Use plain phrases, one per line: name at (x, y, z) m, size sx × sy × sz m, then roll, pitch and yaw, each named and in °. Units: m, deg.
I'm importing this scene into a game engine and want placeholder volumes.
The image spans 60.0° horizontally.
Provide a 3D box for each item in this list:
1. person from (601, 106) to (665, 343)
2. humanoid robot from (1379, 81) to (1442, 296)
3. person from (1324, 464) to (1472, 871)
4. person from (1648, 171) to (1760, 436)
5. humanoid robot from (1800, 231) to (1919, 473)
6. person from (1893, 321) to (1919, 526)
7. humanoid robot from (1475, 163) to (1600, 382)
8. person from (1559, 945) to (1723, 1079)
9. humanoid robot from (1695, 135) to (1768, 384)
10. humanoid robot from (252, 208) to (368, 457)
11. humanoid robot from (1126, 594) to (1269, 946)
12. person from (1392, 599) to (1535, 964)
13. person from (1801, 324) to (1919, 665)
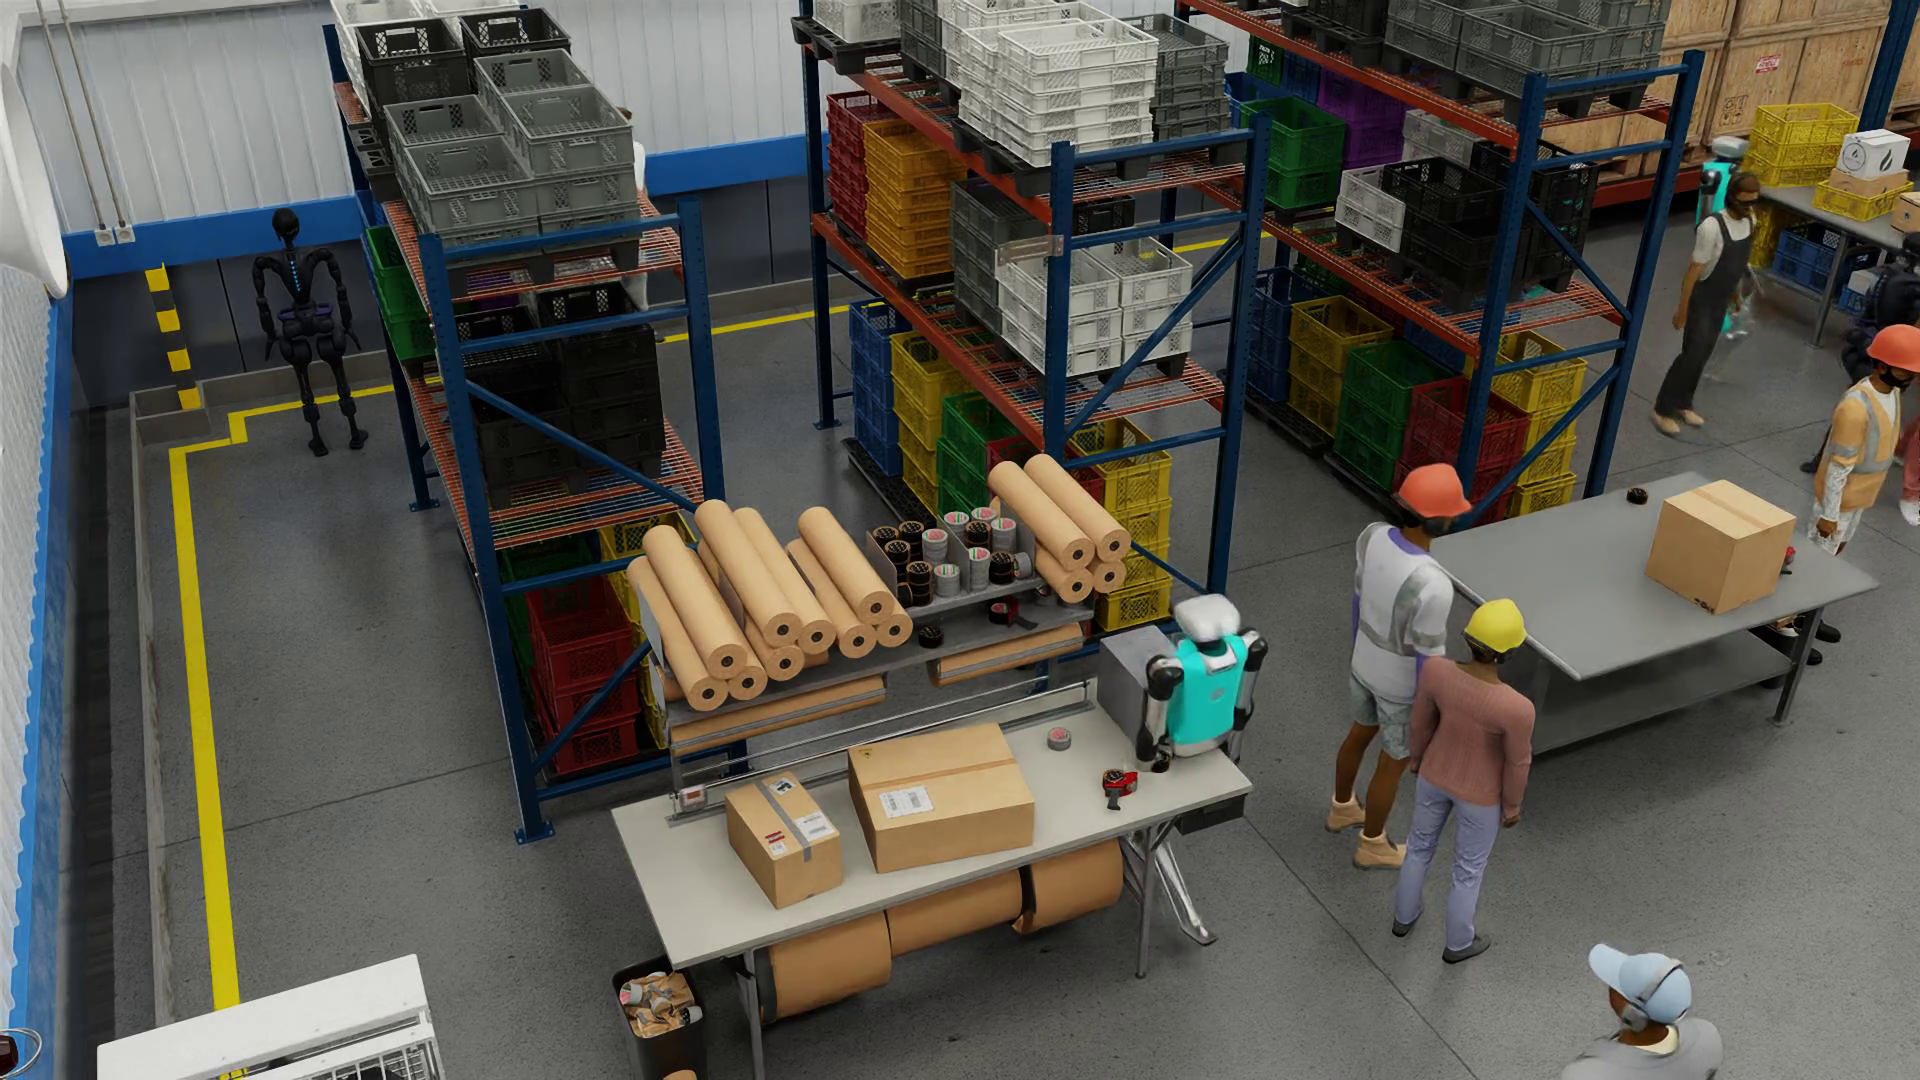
person at (-2.478, -2.270, 12.166) m, size 0.385 × 1.836 × 0.565 m, roll 21°, pitch 38°, yaw 31°
humanoid robot at (3.595, -2.682, 12.979) m, size 1.022 × 1.787 × 0.535 m, roll 21°, pitch 37°, yaw 30°
person at (1.938, 0.571, 7.360) m, size 0.403 × 2.035 × 0.616 m, roll -10°, pitch 33°, yaw -16°
person at (4.987, -1.579, 11.048) m, size 0.602 × 1.832 × 0.341 m, roll -19°, pitch 37°, yaw -28°
humanoid robot at (5.795, -1.187, 10.567) m, size 0.516 × 1.635 × 0.603 m, roll 1°, pitch 32°, yaw 2°
person at (6.058, -1.086, 10.210) m, size 0.608 × 1.882 × 0.787 m, roll -3°, pitch 32°, yaw -4°
humanoid robot at (3.894, -1.929, 11.717) m, size 0.578 × 1.748 × 0.943 m, roll -21°, pitch 38°, yaw -31°
person at (2.009, 1.981, 5.243) m, size 0.594 × 1.852 × 0.366 m, roll -14°, pitch 34°, yaw -21°
humanoid robot at (5.418, -1.880, 11.665) m, size 0.743 × 1.822 × 0.556 m, roll 22°, pitch 38°, yaw 31°
humanoid robot at (-4.234, -1.351, 10.807) m, size 0.599 × 1.657 × 0.315 m, roll -10°, pitch 33°, yaw -16°
humanoid robot at (0.887, 0.885, 7.140) m, size 0.537 × 1.730 × 1.019 m, roll -14°, pitch 34°, yaw -22°
person at (2.095, 1.002, 6.913) m, size 0.522 × 1.768 × 0.311 m, roll 28°, pitch 41°, yaw 37°
person at (4.705, -0.246, 8.779) m, size 0.358 × 1.935 × 0.551 m, roll 27°, pitch 41°, yaw 36°
